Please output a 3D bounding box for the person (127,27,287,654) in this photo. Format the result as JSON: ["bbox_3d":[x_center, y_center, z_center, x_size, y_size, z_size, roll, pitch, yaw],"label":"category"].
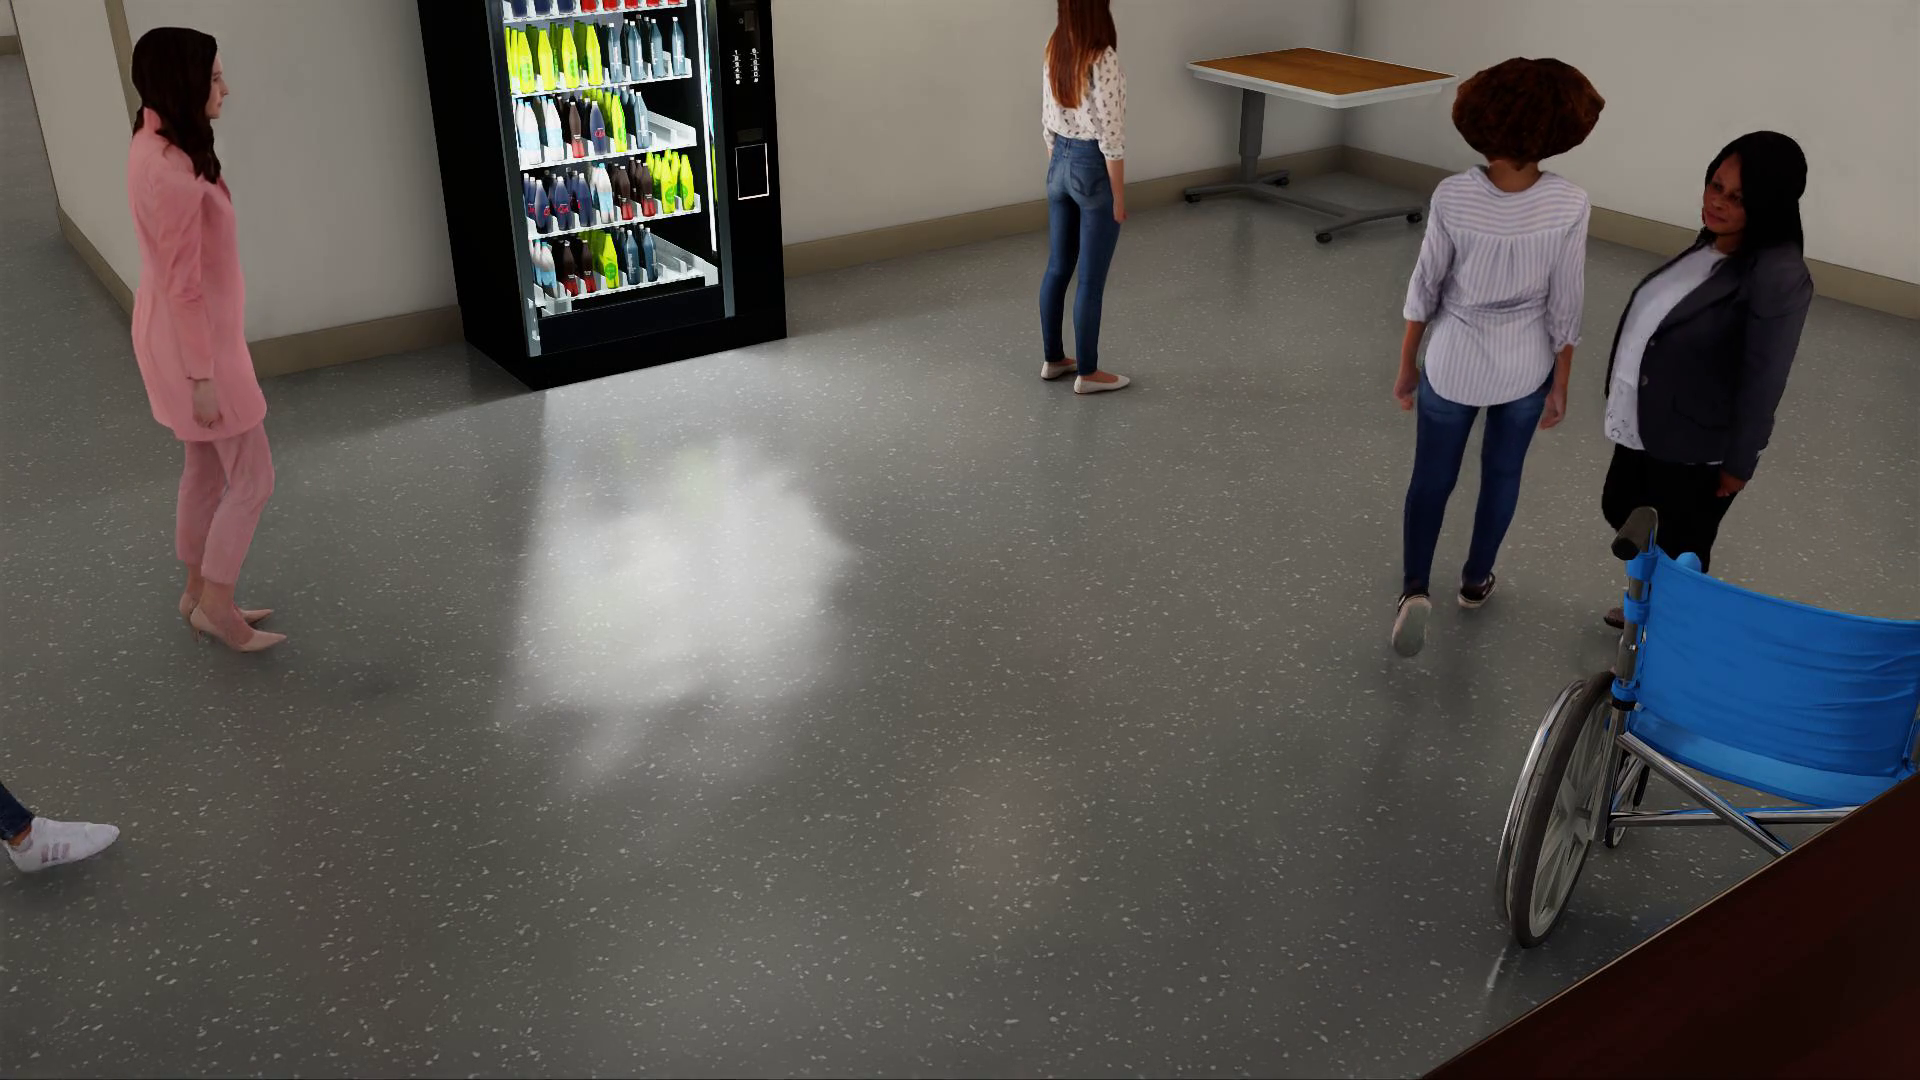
[{"bbox_3d":[-2.137,-0.497,4.655,0.631,1.786,0.659,-15,29,-28],"label":"person"}]

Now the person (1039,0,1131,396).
[{"bbox_3d":[0.492,-1.454,6.706,0.507,1.729,0.575,-18,31,-33],"label":"person"}]

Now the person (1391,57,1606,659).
[{"bbox_3d":[1.483,-0.470,4.721,1.011,1.682,1.134,9,27,17],"label":"person"}]

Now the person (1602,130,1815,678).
[{"bbox_3d":[2.017,-0.321,4.520,0.900,1.588,0.871,3,26,5],"label":"person"}]
